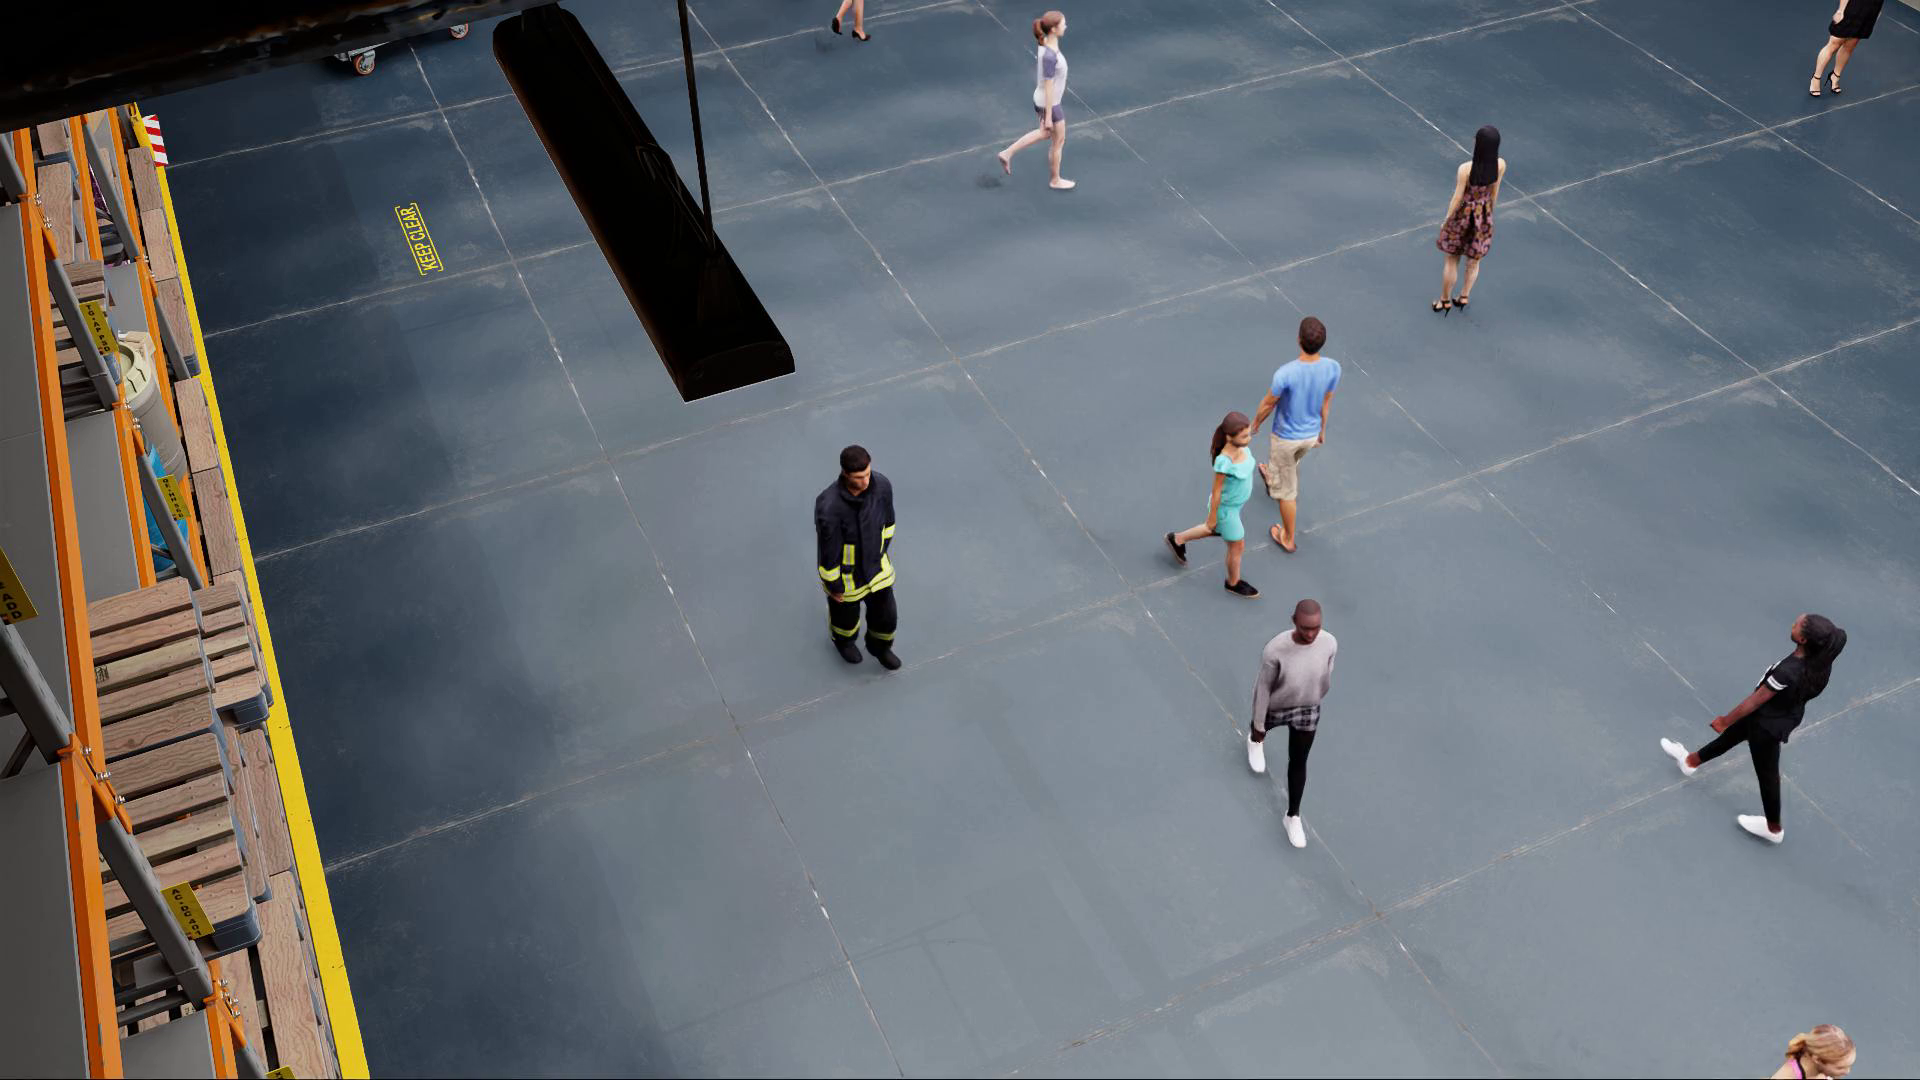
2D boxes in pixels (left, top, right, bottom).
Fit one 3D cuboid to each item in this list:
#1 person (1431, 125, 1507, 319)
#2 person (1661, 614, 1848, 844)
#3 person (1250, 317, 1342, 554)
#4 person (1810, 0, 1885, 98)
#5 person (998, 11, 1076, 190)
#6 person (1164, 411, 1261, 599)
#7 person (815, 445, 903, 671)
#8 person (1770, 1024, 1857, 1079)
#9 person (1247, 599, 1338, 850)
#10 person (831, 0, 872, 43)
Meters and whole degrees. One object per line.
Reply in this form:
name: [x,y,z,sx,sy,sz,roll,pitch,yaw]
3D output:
person: [4.219,-2.637,13.801,0.711,1.774,0.719,-10,45,-11]
person: [4.884,1.151,9.889,0.840,1.685,1.210,-31,51,-28]
person: [2.396,-0.686,11.711,0.720,1.831,1.112,-15,46,-15]
person: [8.942,-5.258,16.593,0.700,1.717,0.679,-8,44,-8]
person: [0.722,-4.005,15.259,0.858,1.743,0.973,-1,44,-1]
person: [1.782,-0.279,11.498,1.072,1.537,0.911,22,48,21]
person: [-0.738,0.065,10.868,0.837,1.907,0.819,-23,48,-22]
person: [3.854,2.793,8.117,0.709,1.752,1.148,-25,49,-24]
person: [1.959,0.928,10.097,0.909,1.722,1.245,-4,44,-4]
person: [-1.172,-5.949,17.378,0.686,1.635,0.654,-22,48,-22]
